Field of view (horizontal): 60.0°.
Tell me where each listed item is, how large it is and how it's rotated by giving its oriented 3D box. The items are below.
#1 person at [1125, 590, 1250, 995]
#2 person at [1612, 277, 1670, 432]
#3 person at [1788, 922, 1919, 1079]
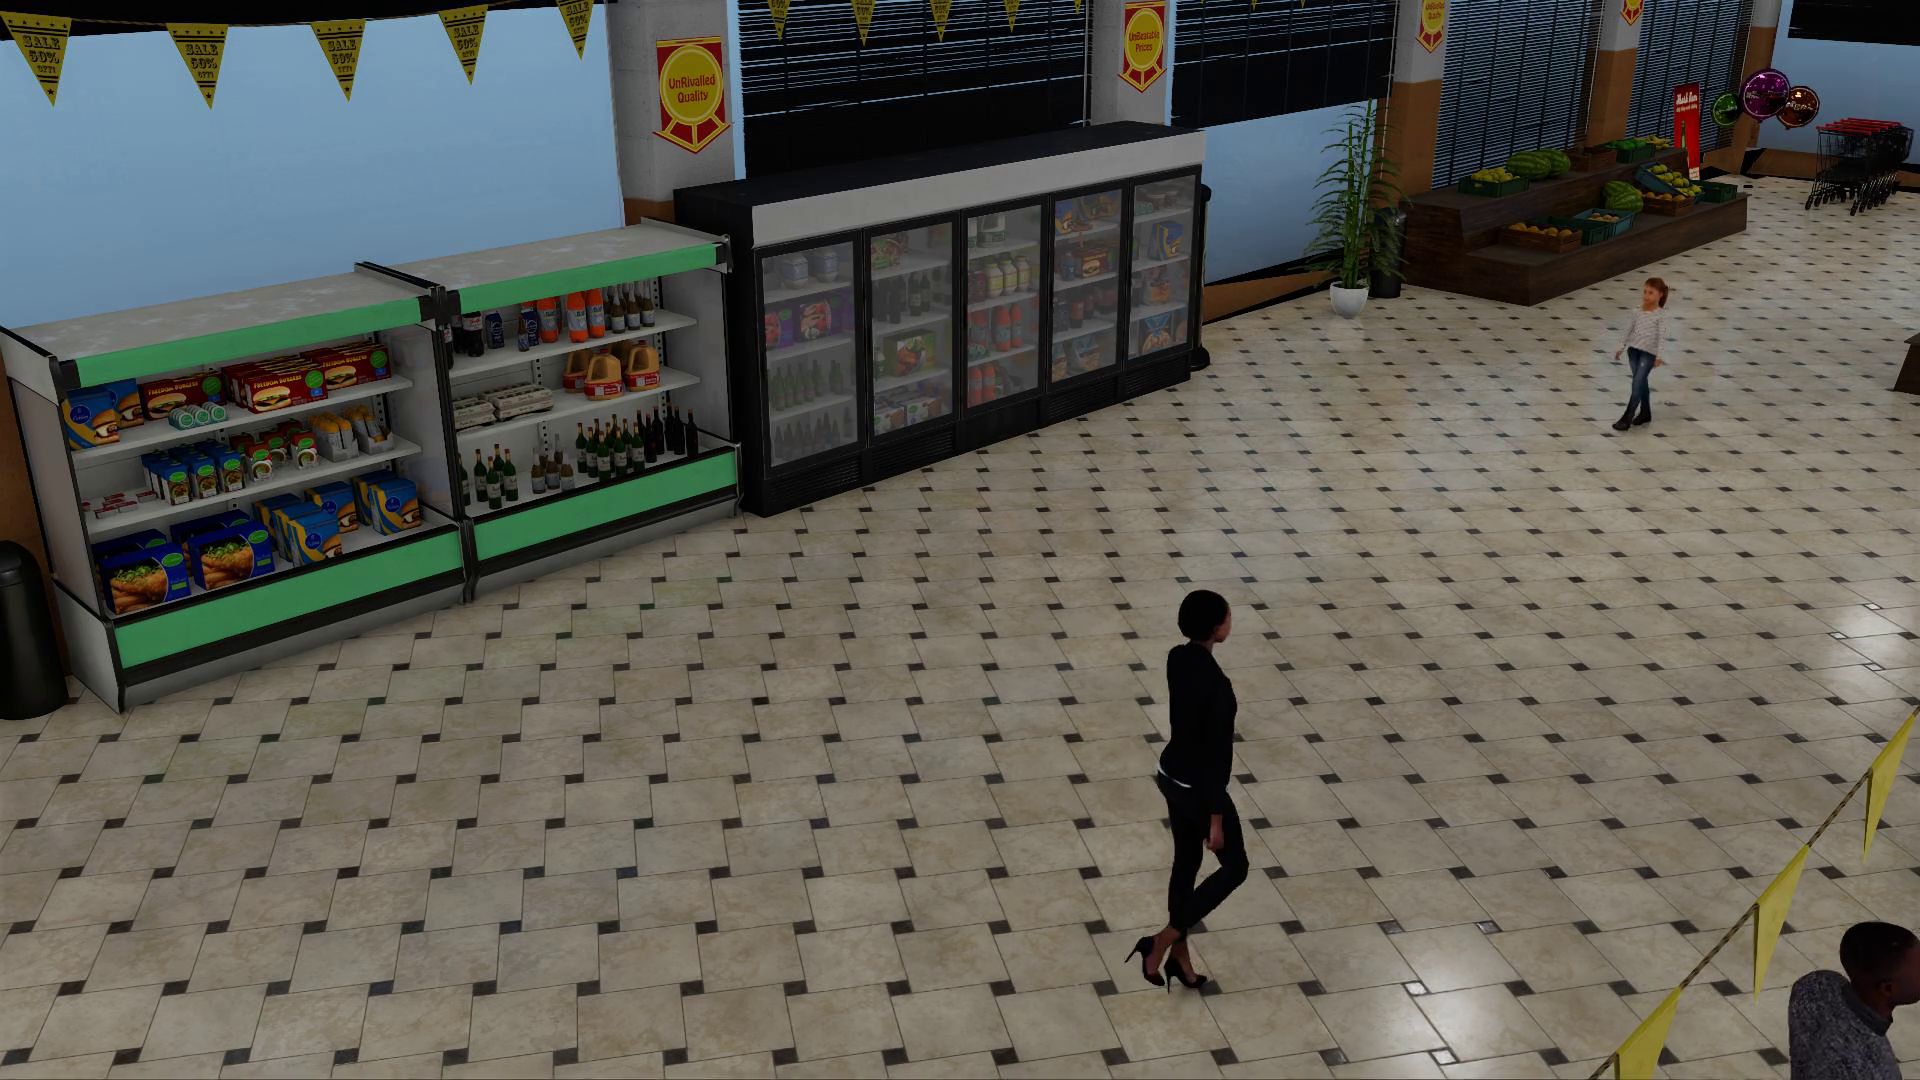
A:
[{"bbox_3d":[0.877,1.078,6.738,0.834,1.828,0.758,-8,23,-19],"label":"person"},{"bbox_3d":[5.818,-1.575,14.057,0.844,1.294,0.584,-13,25,-29],"label":"person"},{"bbox_3d":[2.360,1.862,4.805,1.209,1.815,1.159,0,22,0],"label":"person"}]
